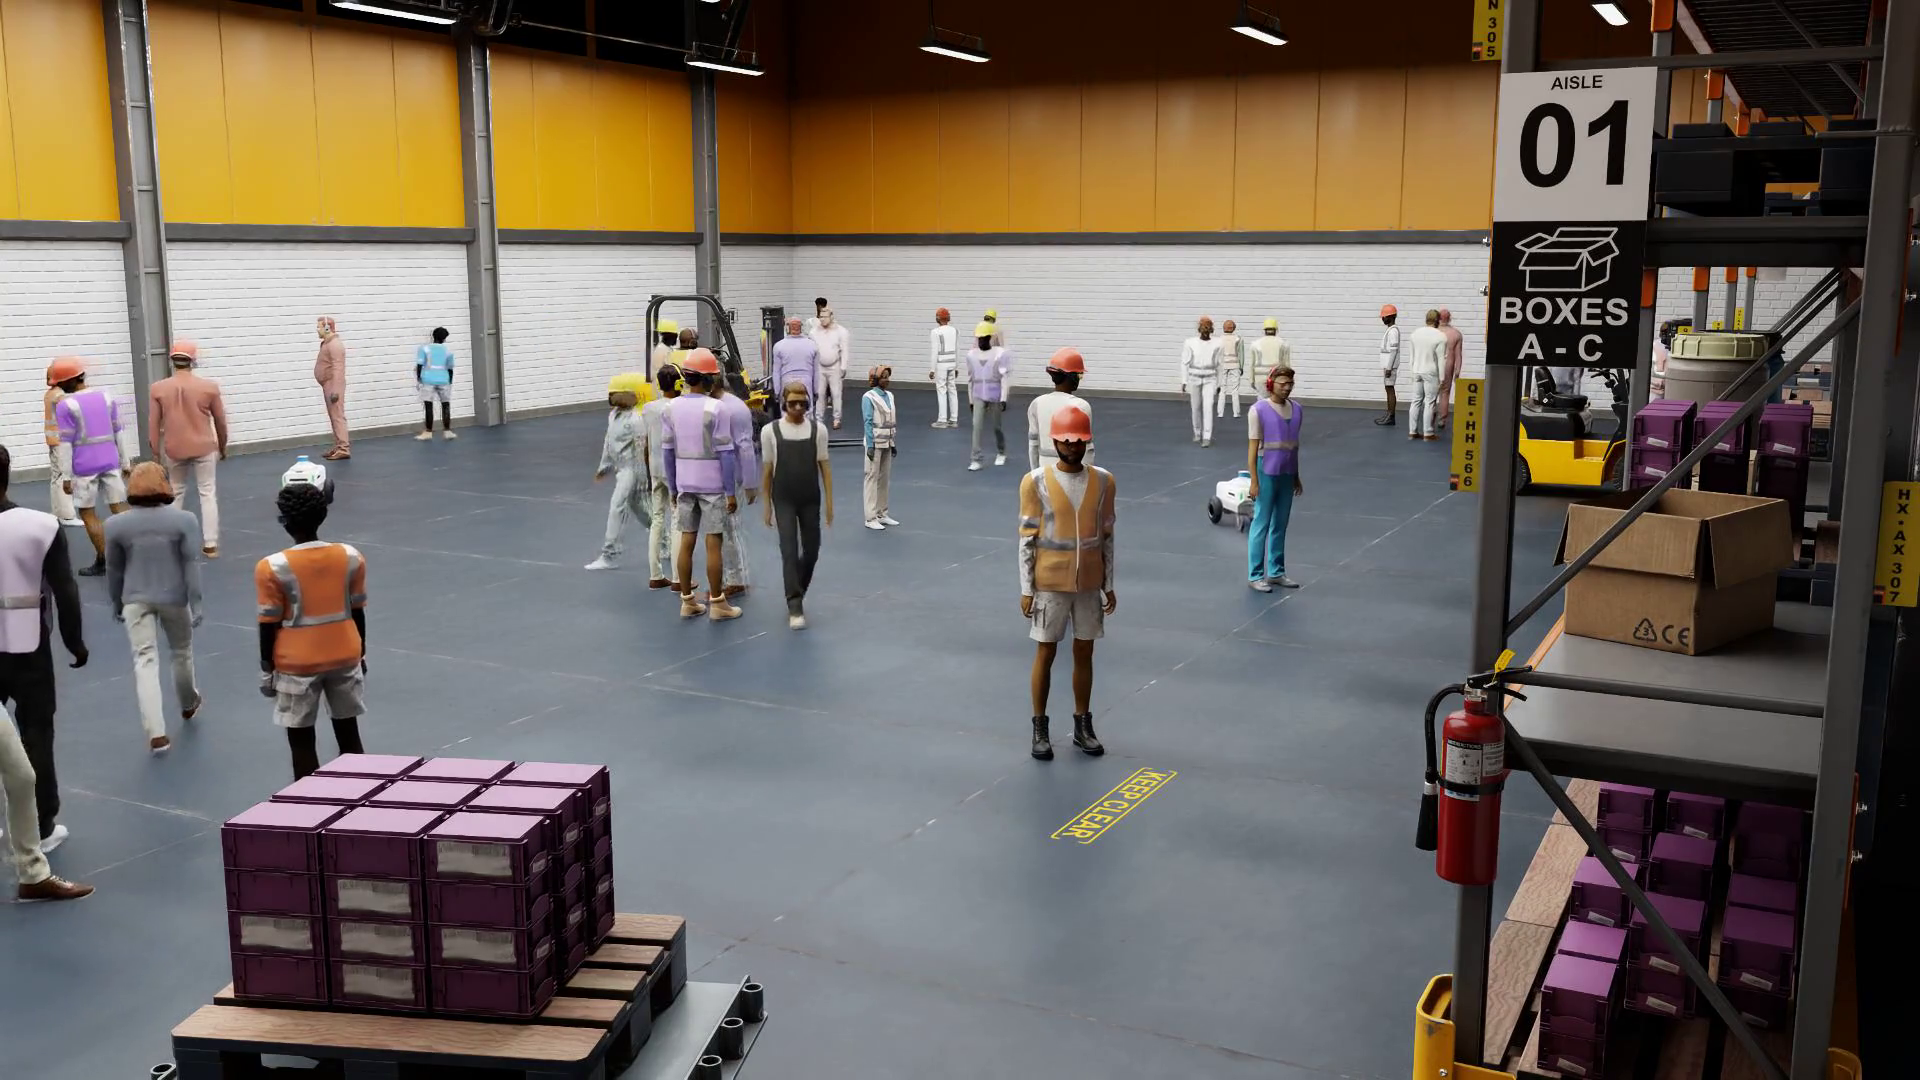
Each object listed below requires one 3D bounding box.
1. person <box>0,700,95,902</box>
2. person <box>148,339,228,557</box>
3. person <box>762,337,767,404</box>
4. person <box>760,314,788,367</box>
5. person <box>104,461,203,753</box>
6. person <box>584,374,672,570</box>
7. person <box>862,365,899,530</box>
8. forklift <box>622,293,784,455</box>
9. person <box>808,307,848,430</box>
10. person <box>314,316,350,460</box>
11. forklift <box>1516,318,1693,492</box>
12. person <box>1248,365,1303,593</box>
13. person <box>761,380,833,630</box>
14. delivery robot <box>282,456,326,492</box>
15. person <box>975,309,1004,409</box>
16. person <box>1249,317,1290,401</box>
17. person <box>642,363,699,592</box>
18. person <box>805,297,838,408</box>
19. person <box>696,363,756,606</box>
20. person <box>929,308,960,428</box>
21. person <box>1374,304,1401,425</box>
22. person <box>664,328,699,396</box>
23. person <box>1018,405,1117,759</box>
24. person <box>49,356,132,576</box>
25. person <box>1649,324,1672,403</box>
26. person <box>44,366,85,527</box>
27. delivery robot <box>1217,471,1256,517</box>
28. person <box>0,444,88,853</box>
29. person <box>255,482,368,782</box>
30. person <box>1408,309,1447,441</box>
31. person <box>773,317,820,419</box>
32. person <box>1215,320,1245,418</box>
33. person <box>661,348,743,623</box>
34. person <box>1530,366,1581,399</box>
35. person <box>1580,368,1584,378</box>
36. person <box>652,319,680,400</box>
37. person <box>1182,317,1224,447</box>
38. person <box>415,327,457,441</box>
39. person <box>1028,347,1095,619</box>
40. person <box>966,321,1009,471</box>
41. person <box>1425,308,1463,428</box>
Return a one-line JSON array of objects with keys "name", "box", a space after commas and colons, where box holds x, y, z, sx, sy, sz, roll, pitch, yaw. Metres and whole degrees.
[{"name": "person", "box": [-4.172, 0.662, 6.849, 0.867, 1.840, 0.526, -1, 10, -7]}, {"name": "person", "box": [-6.958, -0.823, 15.043, 0.619, 1.972, 0.504, -2, 10, -9]}, {"name": "person", "box": [-2.889, -2.579, 25.823, 0.321, 1.761, 0.522, -6, 11, -31]}, {"name": "person", "box": [-2.892, -2.713, 26.360, 0.429, 1.841, 0.634, -8, 13, -40]}, {"name": "person", "box": [-4.512, 0.348, 9.357, 0.509, 1.573, 0.903, -3, 10, -17]}, {"name": "person", "box": [-2.884, -0.613, 14.608, 0.895, 1.702, 0.496, -7, 12, -34]}, {"name": "person", "box": [-0.806, -0.932, 16.630, 0.307, 1.641, 0.512, 5, 11, 26]}, {"name": "forklift", "box": [-3.588, -2.317, 23.042, 2.313, 2.155, 1.214, -1, 10, -5]}, {"name": "person", "box": [-2.056, -2.661, 25.877, 0.663, 1.900, 0.425, 2, 10, 9]}, {"name": "person", "box": [-8.376, -2.018, 22.150, 0.403, 1.906, 0.651, -5, 11, -26]}, {"name": "forklift", "box": [7.066, -1.601, 18.899, 2.313, 2.155, 1.214, 5, 11, 27]}, {"name": "person", "box": [2.558, -0.506, 13.573, 0.572, 1.841, 0.373, -7, 12, -37]}, {"name": "person", "box": [-1.221, -0.289, 12.402, 0.522, 1.822, 0.801, -3, 10, -14]}, {"name": "delivery robot", "box": [-7.079, -0.666, 17.955, 0.477, 0.478, 0.707, -2, 10, -12]}, {"name": "person", "box": [0.528, -3.178, 29.268, 0.535, 1.767, 0.317, 3, 10, 16]}, {"name": "person", "box": [4.549, -2.370, 24.486, 0.593, 1.794, 0.836, 1, 10, 7]}, {"name": "person", "box": [-2.355, -0.502, 13.524, 0.499, 1.861, 0.327, 4, 11, 24]}, {"name": "person", "box": [-2.458, -3.314, 29.476, 0.606, 1.966, 0.367, 0, 10, 1]}, {"name": "person", "box": [-1.951, -0.445, 12.998, 0.733, 1.911, 0.653, -9, 14, -44]}, {"name": "person", "box": [-0.242, -2.705, 26.184, 0.577, 1.885, 0.349, -9, 13, -41]}, {"name": "person", "box": [6.839, -2.794, 26.564, 0.363, 1.933, 0.543, 2, 10, 10]}, {"name": "person", "box": [-3.276, -1.642, 20.158, 0.634, 1.841, 0.429, 7, 12, 33]}, {"name": "person", "box": [0.596, 0.229, 9.046, 0.552, 1.935, 0.360, -2, 10, -14]}, {"name": "person", "box": [-7.286, -0.615, 14.086, 0.586, 1.895, 0.619, 5, 11, 25]}, {"name": "person", "box": [9.349, -1.972, 22.079, 0.633, 1.838, 0.429, 3, 10, 14]}, {"name": "person", "box": [-9.035, -0.953, 16.751, 0.311, 1.638, 0.522, -9, 13, -43]}, {"name": "delivery robot", "box": [2.840, -0.449, 16.680, 0.477, 0.478, 0.707, -2, 9, -12]}, {"name": "person", "box": [-4.334, 0.499, 7.564, 0.604, 1.916, 0.452, -3, 10, -16]}, {"name": "person", "box": [-3.010, 0.575, 7.771, 0.320, 1.692, 0.538, 9, 13, 41]}, {"name": "person", "box": [6.833, -2.399, 24.299, 0.381, 1.935, 0.636, -8, 12, -37]}, {"name": "person", "box": [-2.175, -2.008, 22.115, 0.639, 1.900, 0.401, -3, 10, -17]}, {"name": "person", "box": [4.474, -2.841, 27.682, 0.513, 1.639, 0.313, 2, 10, 12]}, {"name": "person", "box": [-1.920, -0.406, 12.415, 0.605, 2.045, 0.379, 5, 11, 26]}, {"name": "person", "box": [7.735, -1.871, 21.669, 0.605, 1.783, 0.954, 7, 12, 35]}, {"name": "person", "box": [8.474, -2.294, 23.355, 0.536, 2.000, 0.673, 0, 10, 1]}, {"name": "person", "box": [-3.761, -1.952, 21.852, 0.971, 1.879, 0.592, -1, 10, -5]}, {"name": "person", "box": [3.481, -2.276, 23.863, 0.579, 1.839, 0.991, 2, 10, 10]}, {"name": "person", "box": [-7.763, -2.295, 24.469, 0.667, 1.663, 0.319, -6, 12, -32]}, {"name": "person", "box": [0.790, -0.430, 12.556, 0.605, 2.044, 0.374, 10, 14, 44]}, {"name": "person", "box": [0.369, -1.854, 21.260, 0.592, 1.888, 0.951, 3, 10, 18]}, {"name": "person", "box": [7.514, -2.677, 26.014, 0.664, 1.888, 0.465, 2, 10, 10]}]
